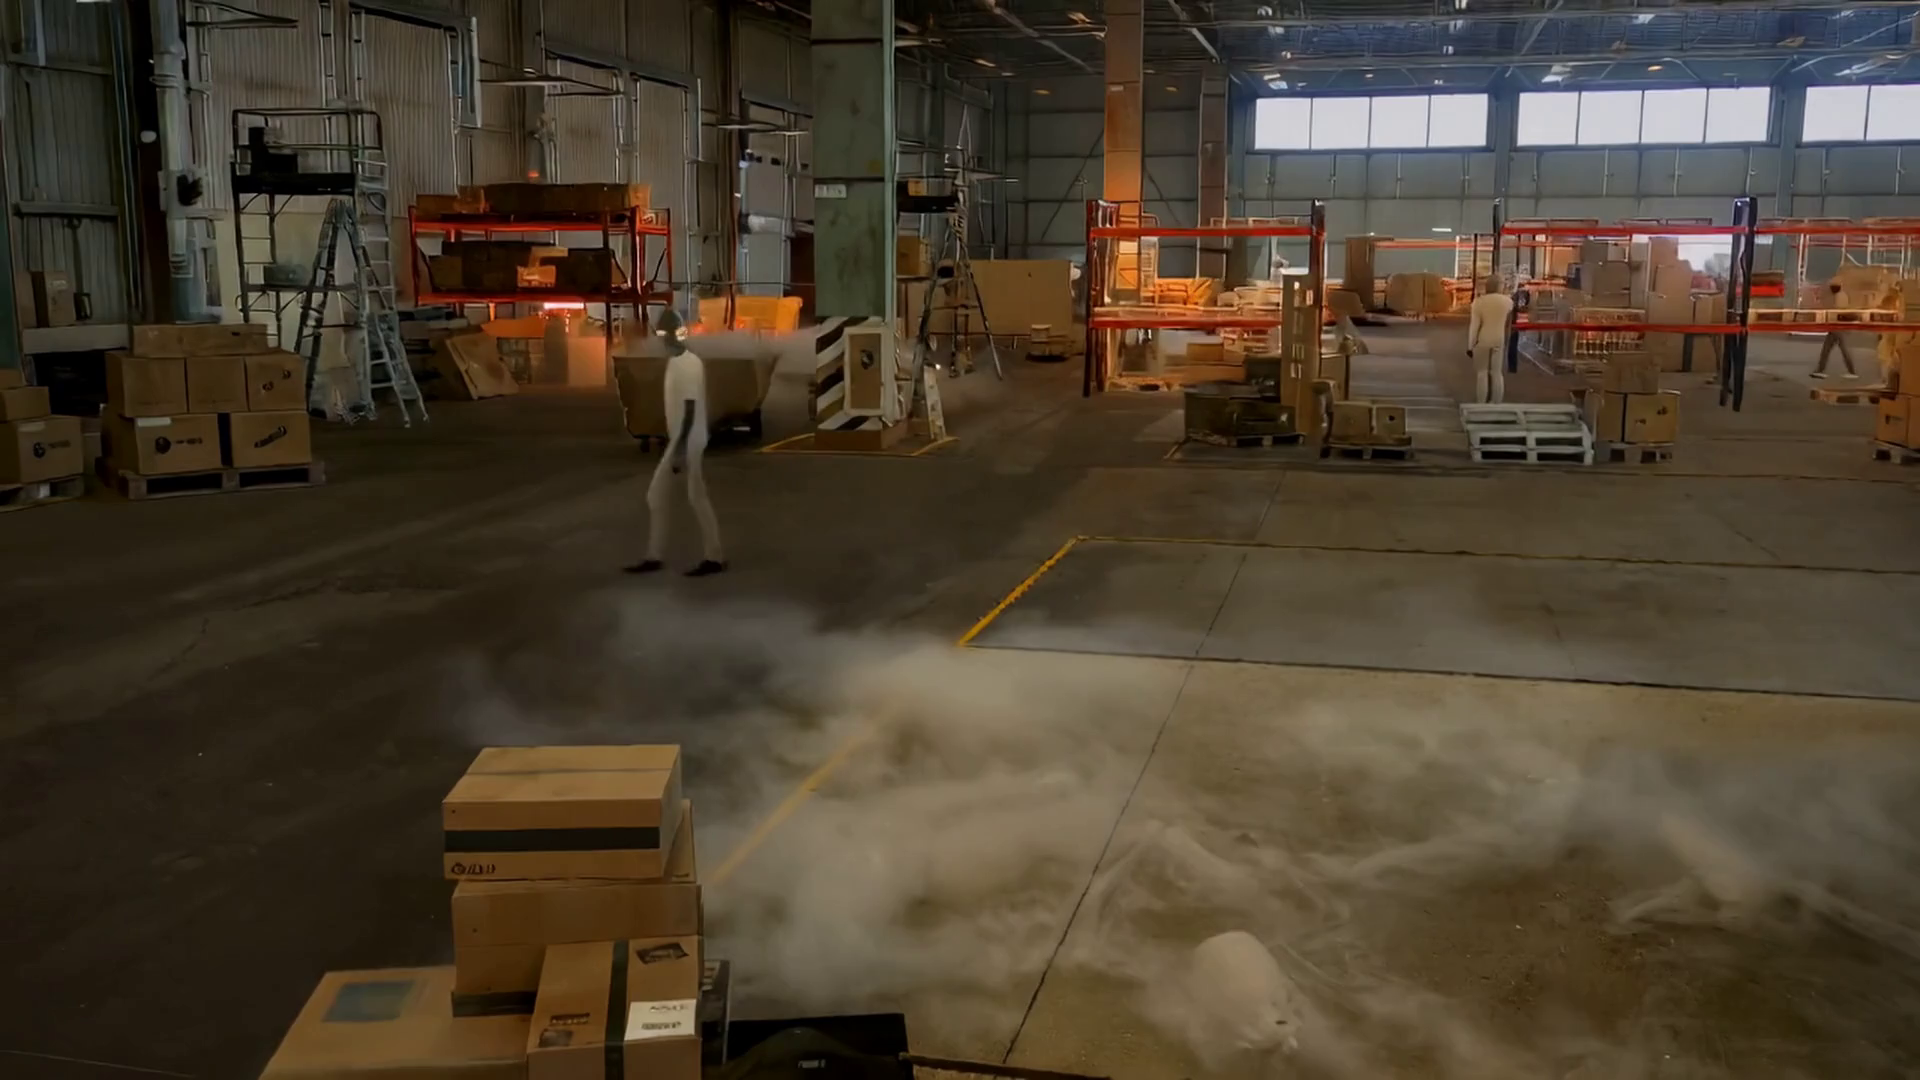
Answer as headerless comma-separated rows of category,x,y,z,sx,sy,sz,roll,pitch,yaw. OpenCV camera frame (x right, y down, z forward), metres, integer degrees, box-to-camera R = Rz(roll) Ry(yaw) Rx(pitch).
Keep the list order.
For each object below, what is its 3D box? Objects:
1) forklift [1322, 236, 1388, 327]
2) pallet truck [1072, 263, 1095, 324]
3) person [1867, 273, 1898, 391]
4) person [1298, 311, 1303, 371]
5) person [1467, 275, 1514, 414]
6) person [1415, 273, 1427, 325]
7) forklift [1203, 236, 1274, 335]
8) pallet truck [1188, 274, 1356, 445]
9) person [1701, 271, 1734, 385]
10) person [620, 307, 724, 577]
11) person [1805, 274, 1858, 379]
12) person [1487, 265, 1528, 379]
forklift,12.227,-8.024,51.649,1.873,2.768,1.129,-2,10,-14
pallet truck,4.325,-8.180,55.162,0.823,1.965,1.885,6,11,31
person,15.088,-3.385,27.147,0.371,1.931,0.630,6,11,33
person,6.669,-4.095,31.885,0.321,1.736,0.485,7,12,34
person,7.278,-2.670,22.894,0.636,1.938,0.358,-2,10,-13
person,15.037,-7.845,54.104,0.530,1.689,0.321,-3,10,-17
forklift,7.821,-7.131,46.389,1.873,2.768,1.129,2,10,14
pallet truck,3.653,-2.138,19.590,1.885,1.965,0.823,-4,10,-20
person,13.036,-3.629,28.547,0.353,1.936,0.635,0,10,2
person,-1.976,-0.638,11.232,0.823,1.839,0.559,-5,11,-27
person,15.766,-3.829,29.888,0.842,1.890,0.593,7,12,34
person,9.772,-3.899,29.831,0.536,2.000,0.672,-8,13,-41
